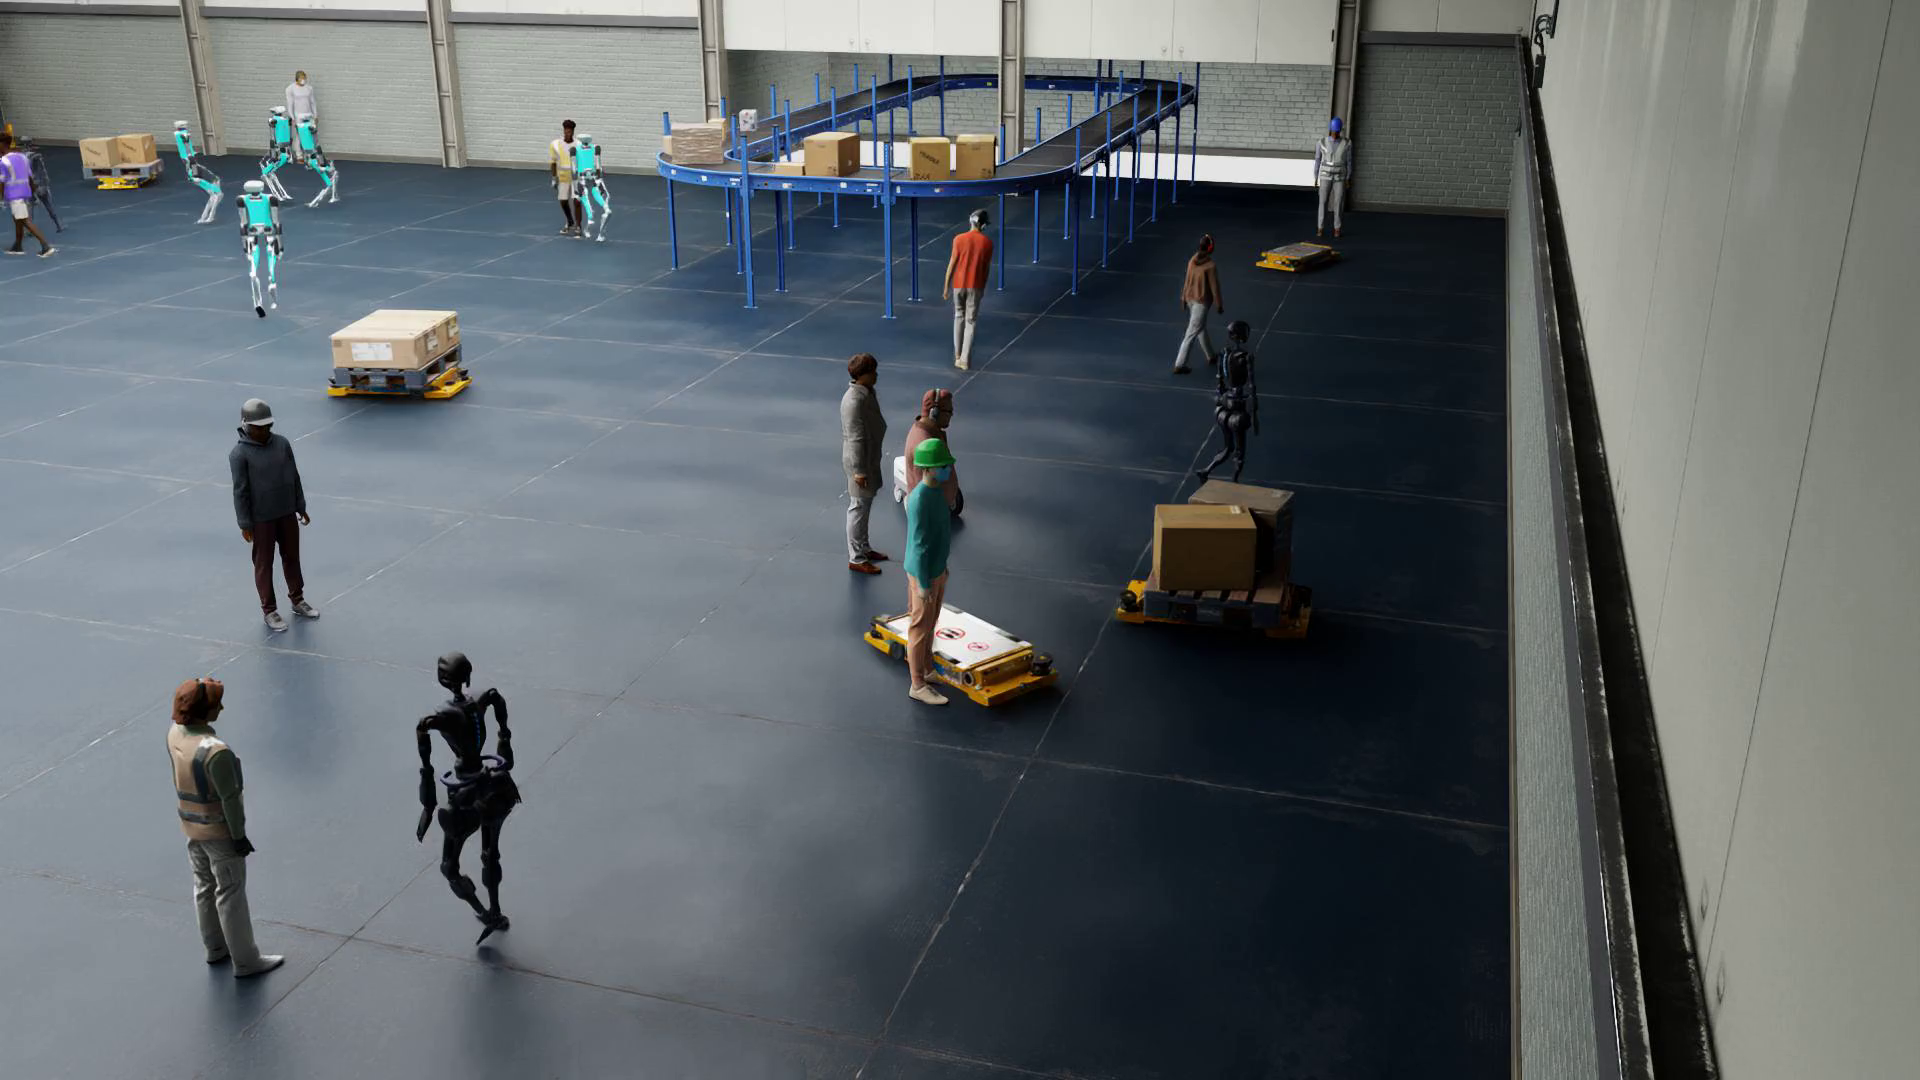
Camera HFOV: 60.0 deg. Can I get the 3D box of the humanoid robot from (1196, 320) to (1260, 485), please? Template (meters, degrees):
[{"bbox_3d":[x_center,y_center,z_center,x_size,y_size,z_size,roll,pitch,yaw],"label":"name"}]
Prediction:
[{"bbox_3d":[2.482,-1.208,15.356,0.497,1.640,0.600,-11,24,-26],"label":"humanoid robot"}]

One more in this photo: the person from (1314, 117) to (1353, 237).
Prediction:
[{"bbox_3d":[6.124,-5.959,27.322,0.608,1.937,0.416,2,21,6],"label":"person"}]

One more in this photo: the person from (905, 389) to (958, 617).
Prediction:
[{"bbox_3d":[-0.211,-0.216,12.496,0.394,1.892,0.630,1,21,2],"label":"person"}]

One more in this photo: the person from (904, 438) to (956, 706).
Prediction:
[{"bbox_3d":[-0.202,0.202,11.422,0.352,1.876,0.515,5,22,13],"label":"person"}]

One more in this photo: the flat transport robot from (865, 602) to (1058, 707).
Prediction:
[{"bbox_3d":[-0.010,0.805,12.090,0.659,0.231,1.431,-17,27,-36],"label":"flat transport robot"}]

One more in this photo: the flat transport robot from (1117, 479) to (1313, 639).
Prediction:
[{"bbox_3d":[1.984,0.494,12.895,1.431,0.231,0.659,6,22,14],"label":"flat transport robot"}]

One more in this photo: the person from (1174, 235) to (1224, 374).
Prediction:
[{"bbox_3d":[2.850,-2.774,19.514,0.880,1.599,0.485,-13,24,-30],"label":"person"}]

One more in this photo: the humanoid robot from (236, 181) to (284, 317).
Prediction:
[{"bbox_3d":[-9.330,-3.833,22.135,0.534,1.776,0.987,-4,21,-10],"label":"humanoid robot"}]

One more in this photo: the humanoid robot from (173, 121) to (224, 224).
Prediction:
[{"bbox_3d":[-12.901,-6.267,28.358,0.753,1.759,0.542,-15,26,-34],"label":"humanoid robot"}]

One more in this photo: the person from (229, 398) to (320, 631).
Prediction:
[{"bbox_3d":[-5.205,-0.208,12.581,0.378,1.807,0.543,15,26,34],"label":"person"}]

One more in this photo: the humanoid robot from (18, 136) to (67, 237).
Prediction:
[{"bbox_3d":[-15.296,-5.838,27.445,0.589,1.631,0.777,4,21,10],"label":"humanoid robot"}]

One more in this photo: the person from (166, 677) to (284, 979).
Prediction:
[{"bbox_3d":[-3.794,1.462,8.479,0.514,1.638,0.316,16,26,35],"label":"person"}]

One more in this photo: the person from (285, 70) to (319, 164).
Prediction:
[{"bbox_3d":[-13.799,-8.892,34.957,0.391,1.916,0.644,15,26,34],"label":"person"}]

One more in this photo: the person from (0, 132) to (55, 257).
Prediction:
[{"bbox_3d":[-14.564,-5.346,25.756,0.991,1.921,0.624,4,21,10],"label":"person"}]

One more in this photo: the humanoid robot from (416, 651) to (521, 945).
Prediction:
[{"bbox_3d":[-2.527,1.348,8.722,0.452,1.643,0.595,17,27,37],"label":"humanoid robot"}]

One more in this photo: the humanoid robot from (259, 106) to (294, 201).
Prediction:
[{"bbox_3d":[-12.426,-7.001,30.110,0.735,1.677,0.533,7,22,18],"label":"humanoid robot"}]

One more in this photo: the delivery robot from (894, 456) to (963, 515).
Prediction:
[{"bbox_3d":[-0.326,-0.522,15.125,0.499,0.589,0.784,-9,23,-22],"label":"delivery robot"}]

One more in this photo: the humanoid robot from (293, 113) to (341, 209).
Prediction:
[{"bbox_3d":[-11.384,-6.779,29.770,0.531,1.746,1.009,14,25,32],"label":"humanoid robot"}]

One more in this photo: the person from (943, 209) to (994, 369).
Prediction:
[{"bbox_3d":[0.109,-2.997,19.754,0.578,1.855,0.735,2,21,4],"label":"person"}]

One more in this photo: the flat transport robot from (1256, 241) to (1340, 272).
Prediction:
[{"bbox_3d":[5.177,-4.321,25.385,0.659,0.231,1.431,17,27,37],"label":"flat transport robot"}]

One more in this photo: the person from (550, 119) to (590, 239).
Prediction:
[{"bbox_3d":[-6.384,-5.950,27.311,0.628,1.933,0.685,-1,21,-3],"label":"person"}]

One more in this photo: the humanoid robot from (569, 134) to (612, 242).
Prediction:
[{"bbox_3d":[-5.858,-5.585,26.611,0.551,1.721,1.007,-13,25,-30],"label":"humanoid robot"}]

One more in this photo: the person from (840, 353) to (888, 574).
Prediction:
[{"bbox_3d":[-0.782,-0.637,13.660,0.365,1.832,0.505,3,21,9],"label":"person"}]

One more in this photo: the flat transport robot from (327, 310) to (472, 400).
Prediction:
[{"bbox_3d":[-6.338,-1.796,18.837,1.431,0.231,0.659,2,21,5],"label":"flat transport robot"}]

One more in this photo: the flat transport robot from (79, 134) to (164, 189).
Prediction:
[{"bbox_3d":[-16.258,-7.036,32.427,0.659,0.231,1.431,-3,21,-8],"label":"flat transport robot"}]
